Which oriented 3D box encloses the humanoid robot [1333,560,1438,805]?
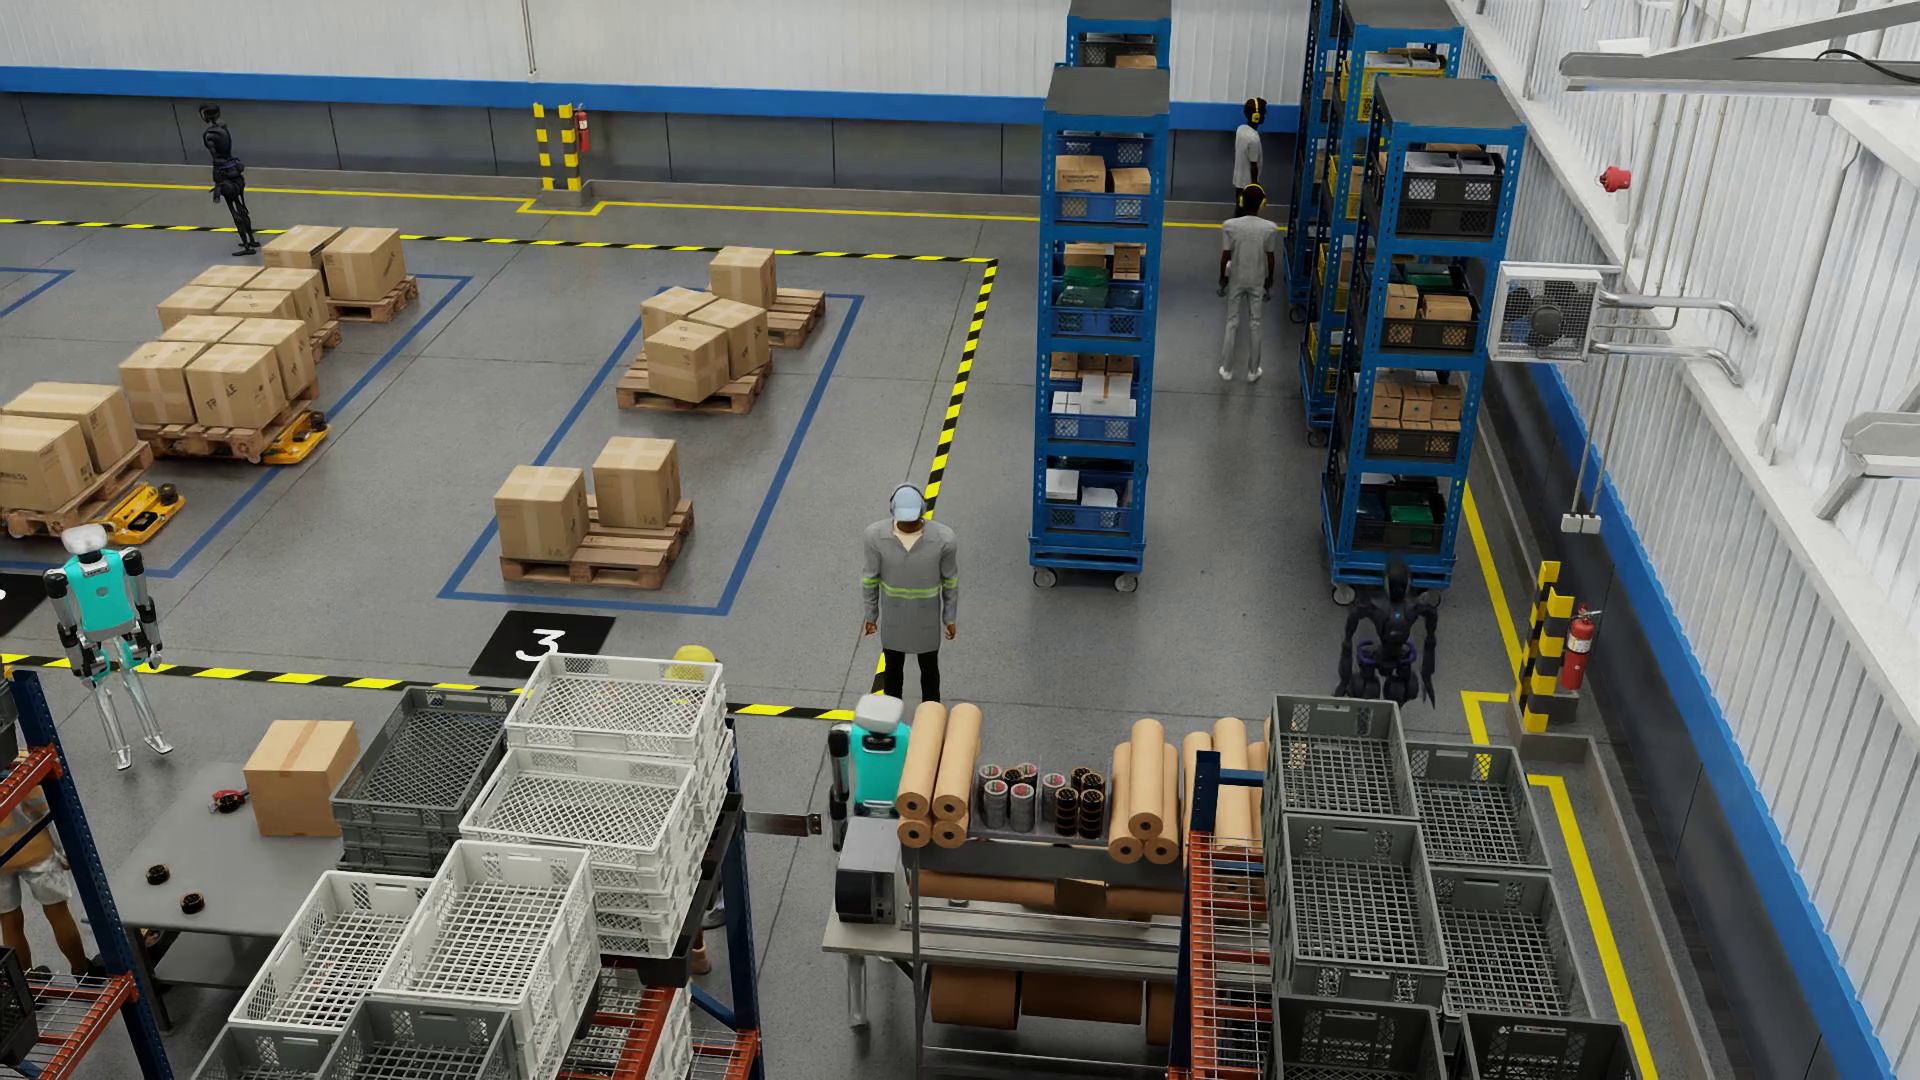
[{"bbox_3d":[2.544,0.841,9.856,0.612,1.629,0.714,1,30,1],"label":"humanoid robot"}]

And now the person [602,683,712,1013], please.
[{"bbox_3d":[-1.516,1.512,8.324,0.406,2.037,0.614,4,30,7],"label":"person"}]

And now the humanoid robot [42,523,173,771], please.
[{"bbox_3d":[-5.173,0.579,10.089,0.533,1.673,0.735,-21,36,-32],"label":"humanoid robot"}]

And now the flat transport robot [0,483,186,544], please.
[{"bbox_3d":[-6.948,-0.248,13.071,1.431,0.197,0.652,3,30,6],"label":"flat transport robot"}]

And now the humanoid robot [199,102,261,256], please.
[{"bbox_3d":[-7.919,-3.908,17.973,0.315,1.655,0.599,-2,30,-4],"label":"humanoid robot"}]

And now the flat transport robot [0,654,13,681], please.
[{"bbox_3d":[-7.142,0.969,11.010,1.431,0.231,0.659,3,30,6],"label":"flat transport robot"}]

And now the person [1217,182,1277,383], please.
[{"bbox_3d":[2.592,-2.322,15.074,0.516,1.868,0.327,5,31,9],"label":"person"}]

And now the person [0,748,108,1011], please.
[{"bbox_3d":[-4.764,1.543,8.367,0.550,1.934,0.371,-8,31,-13],"label":"person"}]

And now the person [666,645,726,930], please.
[{"bbox_3d":[-1.365,1.307,8.937,0.302,1.771,0.524,-8,31,-13],"label":"person"}]

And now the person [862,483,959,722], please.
[{"bbox_3d":[-0.310,0.469,10.293,0.599,1.850,0.390,3,30,4],"label":"person"}]

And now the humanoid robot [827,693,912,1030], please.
[{"bbox_3d":[-0.423,1.706,8.342,0.530,1.782,1.030,2,30,4],"label":"humanoid robot"}]

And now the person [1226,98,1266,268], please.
[{"bbox_3d":[3.030,-3.703,17.442,0.328,1.872,0.508,-7,31,-12],"label":"person"}]

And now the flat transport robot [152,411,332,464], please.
[{"bbox_3d":[-6.203,-0.914,14.216,1.431,0.197,0.652,3,30,6],"label":"flat transport robot"}]
